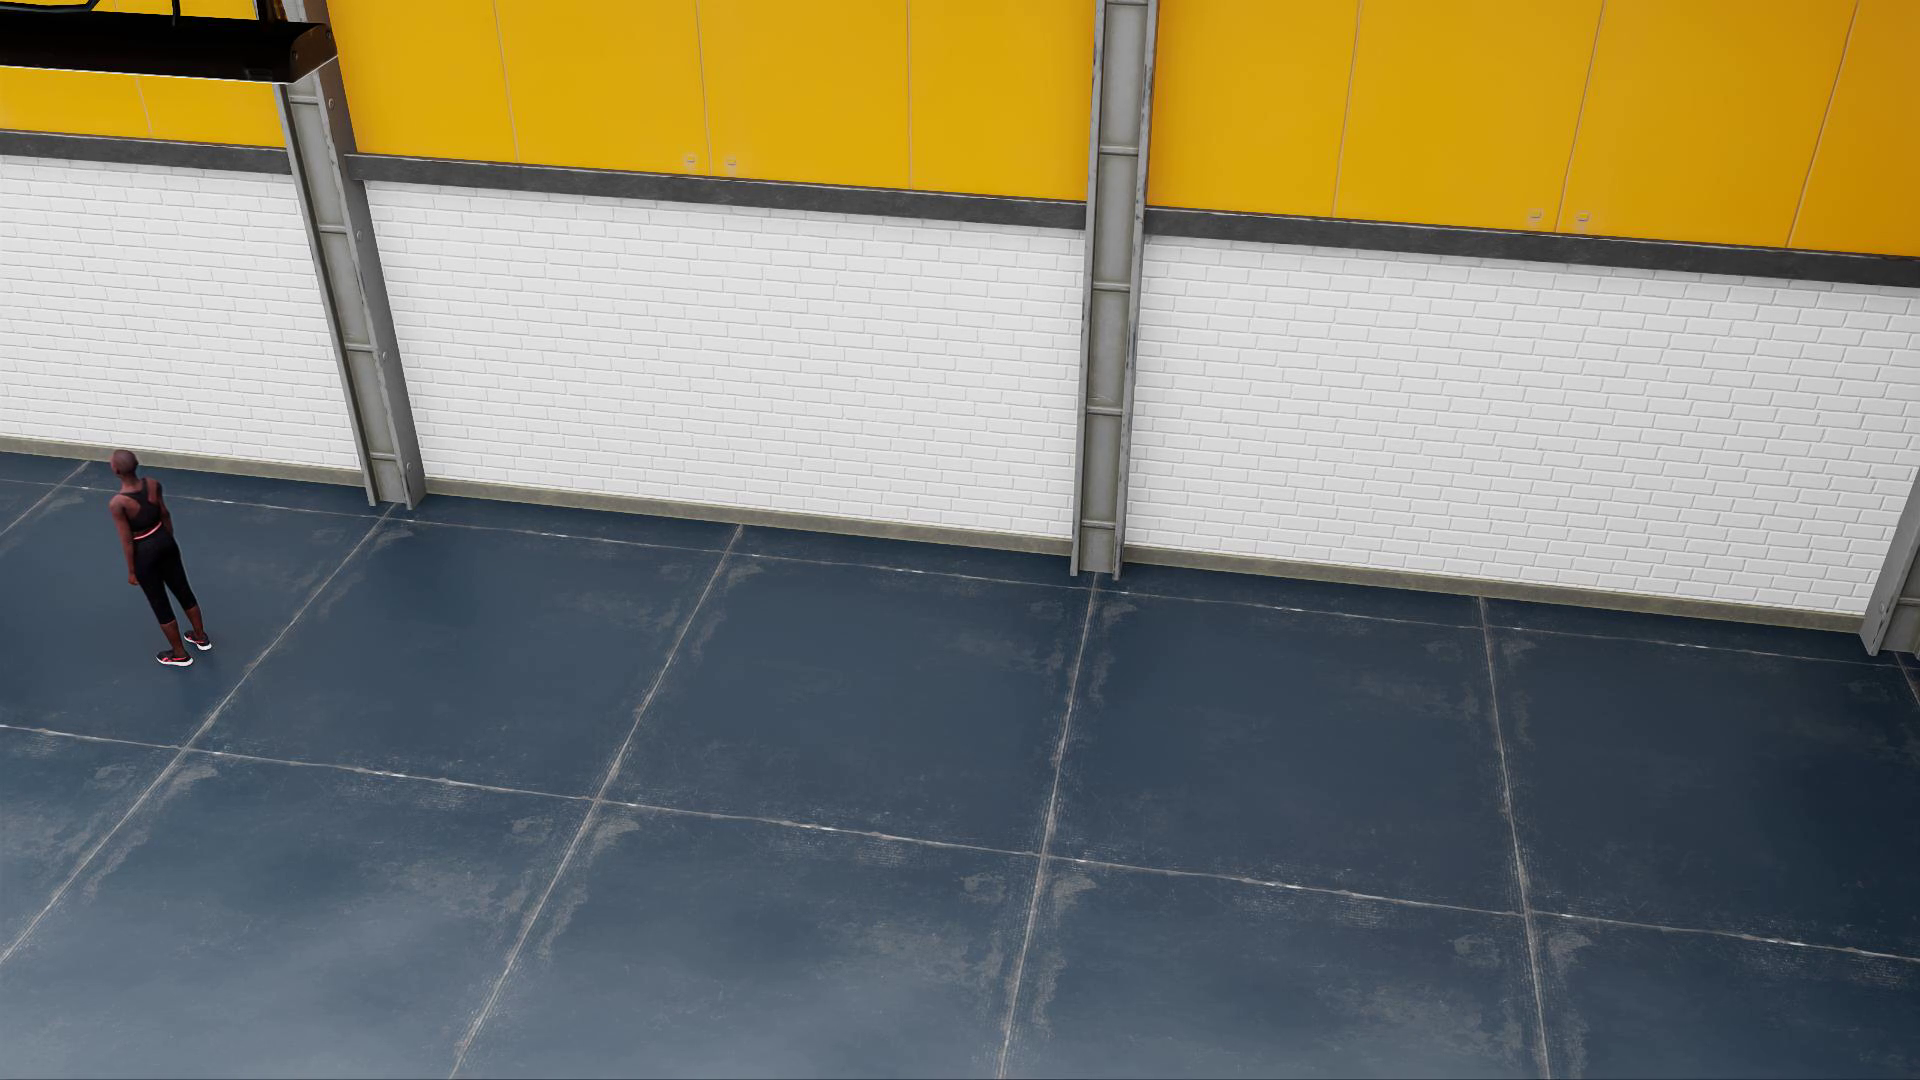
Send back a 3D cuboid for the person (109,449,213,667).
[{"bbox_3d":[-5.781,0.115,11.938,0.611,1.758,0.644,14,36,20],"label":"person"}]
